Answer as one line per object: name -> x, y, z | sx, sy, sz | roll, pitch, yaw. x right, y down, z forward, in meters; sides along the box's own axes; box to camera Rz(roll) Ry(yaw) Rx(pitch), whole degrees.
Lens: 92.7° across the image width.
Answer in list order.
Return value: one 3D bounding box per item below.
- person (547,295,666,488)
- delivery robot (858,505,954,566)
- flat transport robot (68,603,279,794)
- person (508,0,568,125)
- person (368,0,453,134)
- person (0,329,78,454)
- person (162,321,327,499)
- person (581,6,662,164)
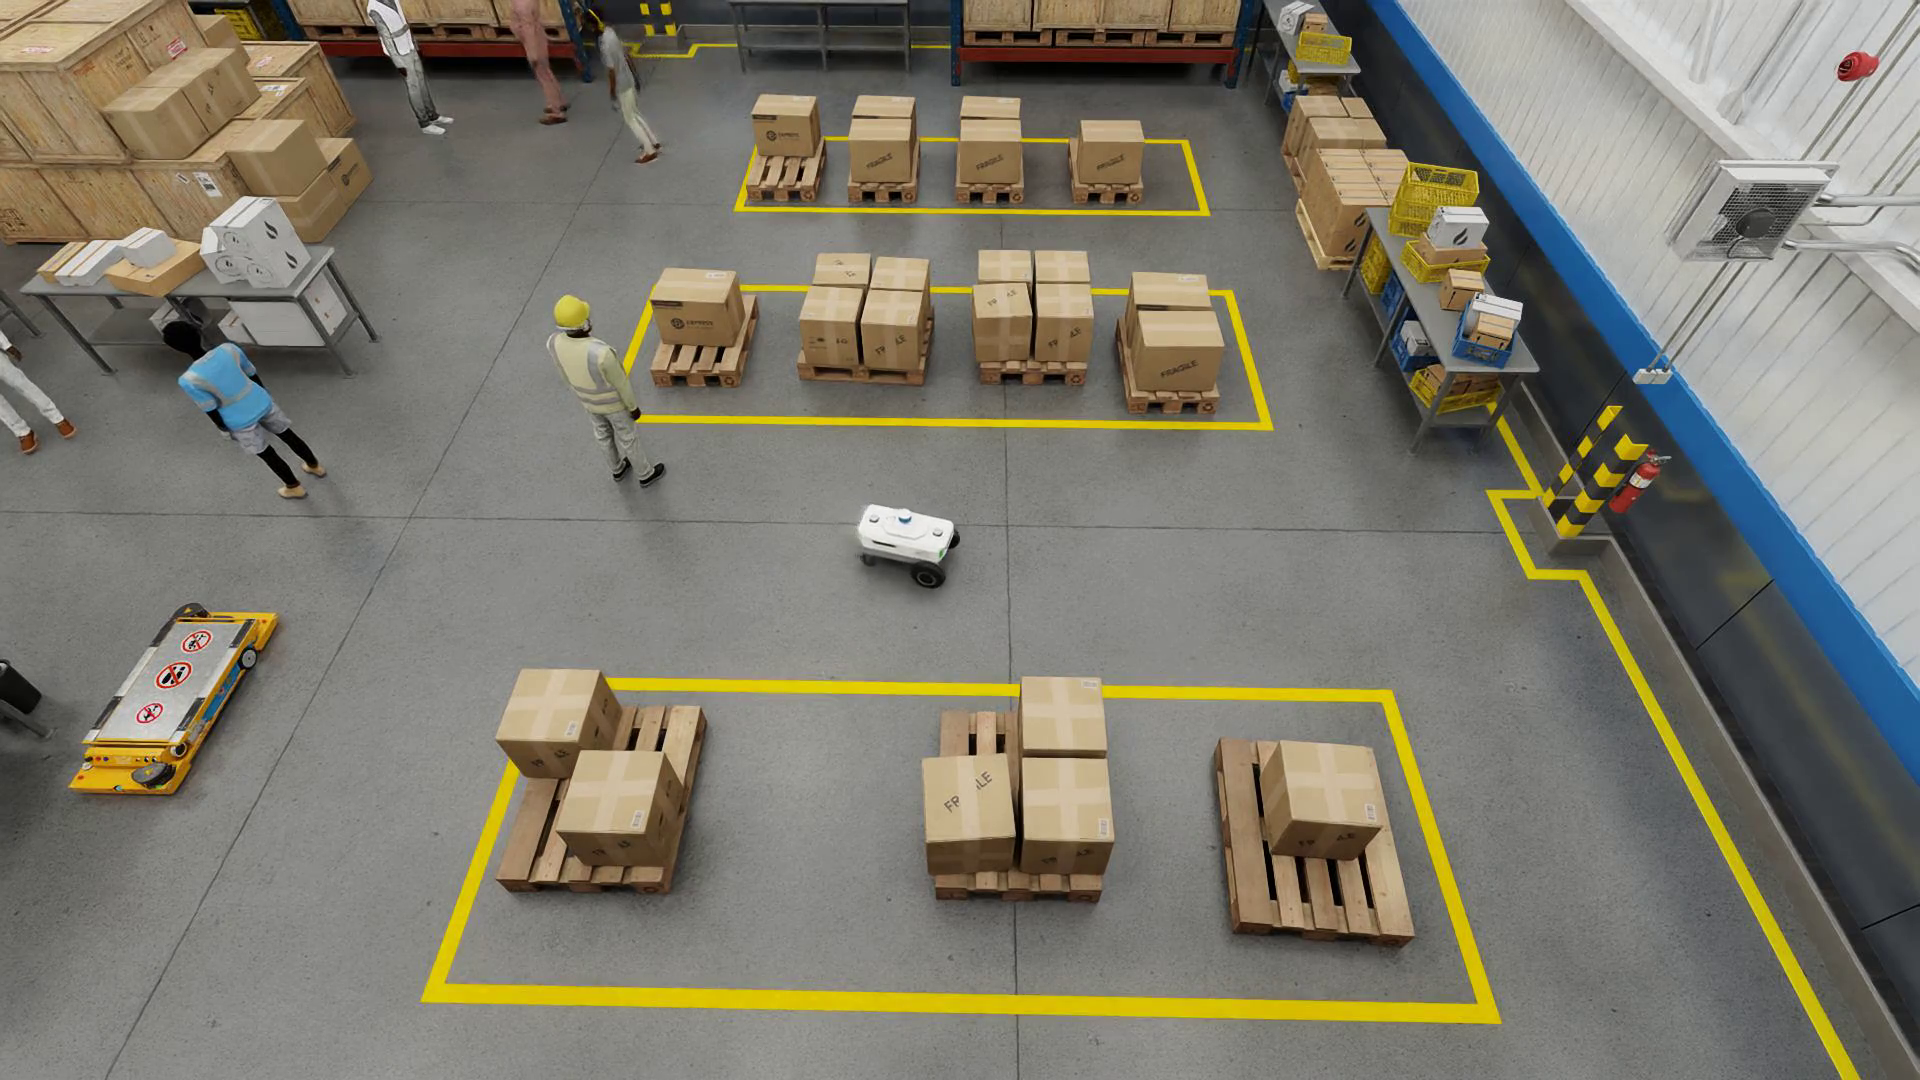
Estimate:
person -> -2.824, -1.153, 7.306 | 0.590, 1.837, 0.404 | 15, 51, 13
delivery robot -> -0.421, -0.045, 7.143 | 0.707, 0.478, 0.477 | 12, 51, 10
flat transport robot -> -5.504, 1.072, 6.442 | 0.652, 0.197, 1.431 | 1, 50, 1
person -> -5.415, -6.290, 11.609 | 0.405, 1.906, 0.645 | -13, 51, -11
person -> -6.937, -6.072, 11.424 | 0.389, 1.911, 0.591 | -1, 50, -1
person -> -8.230, -1.550, 7.612 | 0.575, 1.882, 0.361 | -31, 56, -24
person -> -5.664, -1.009, 7.276 | 0.322, 1.693, 0.535 | 13, 51, 11
person -> -4.014, -5.366, 10.874 | 0.464, 1.830, 0.555 | -6, 50, -5
